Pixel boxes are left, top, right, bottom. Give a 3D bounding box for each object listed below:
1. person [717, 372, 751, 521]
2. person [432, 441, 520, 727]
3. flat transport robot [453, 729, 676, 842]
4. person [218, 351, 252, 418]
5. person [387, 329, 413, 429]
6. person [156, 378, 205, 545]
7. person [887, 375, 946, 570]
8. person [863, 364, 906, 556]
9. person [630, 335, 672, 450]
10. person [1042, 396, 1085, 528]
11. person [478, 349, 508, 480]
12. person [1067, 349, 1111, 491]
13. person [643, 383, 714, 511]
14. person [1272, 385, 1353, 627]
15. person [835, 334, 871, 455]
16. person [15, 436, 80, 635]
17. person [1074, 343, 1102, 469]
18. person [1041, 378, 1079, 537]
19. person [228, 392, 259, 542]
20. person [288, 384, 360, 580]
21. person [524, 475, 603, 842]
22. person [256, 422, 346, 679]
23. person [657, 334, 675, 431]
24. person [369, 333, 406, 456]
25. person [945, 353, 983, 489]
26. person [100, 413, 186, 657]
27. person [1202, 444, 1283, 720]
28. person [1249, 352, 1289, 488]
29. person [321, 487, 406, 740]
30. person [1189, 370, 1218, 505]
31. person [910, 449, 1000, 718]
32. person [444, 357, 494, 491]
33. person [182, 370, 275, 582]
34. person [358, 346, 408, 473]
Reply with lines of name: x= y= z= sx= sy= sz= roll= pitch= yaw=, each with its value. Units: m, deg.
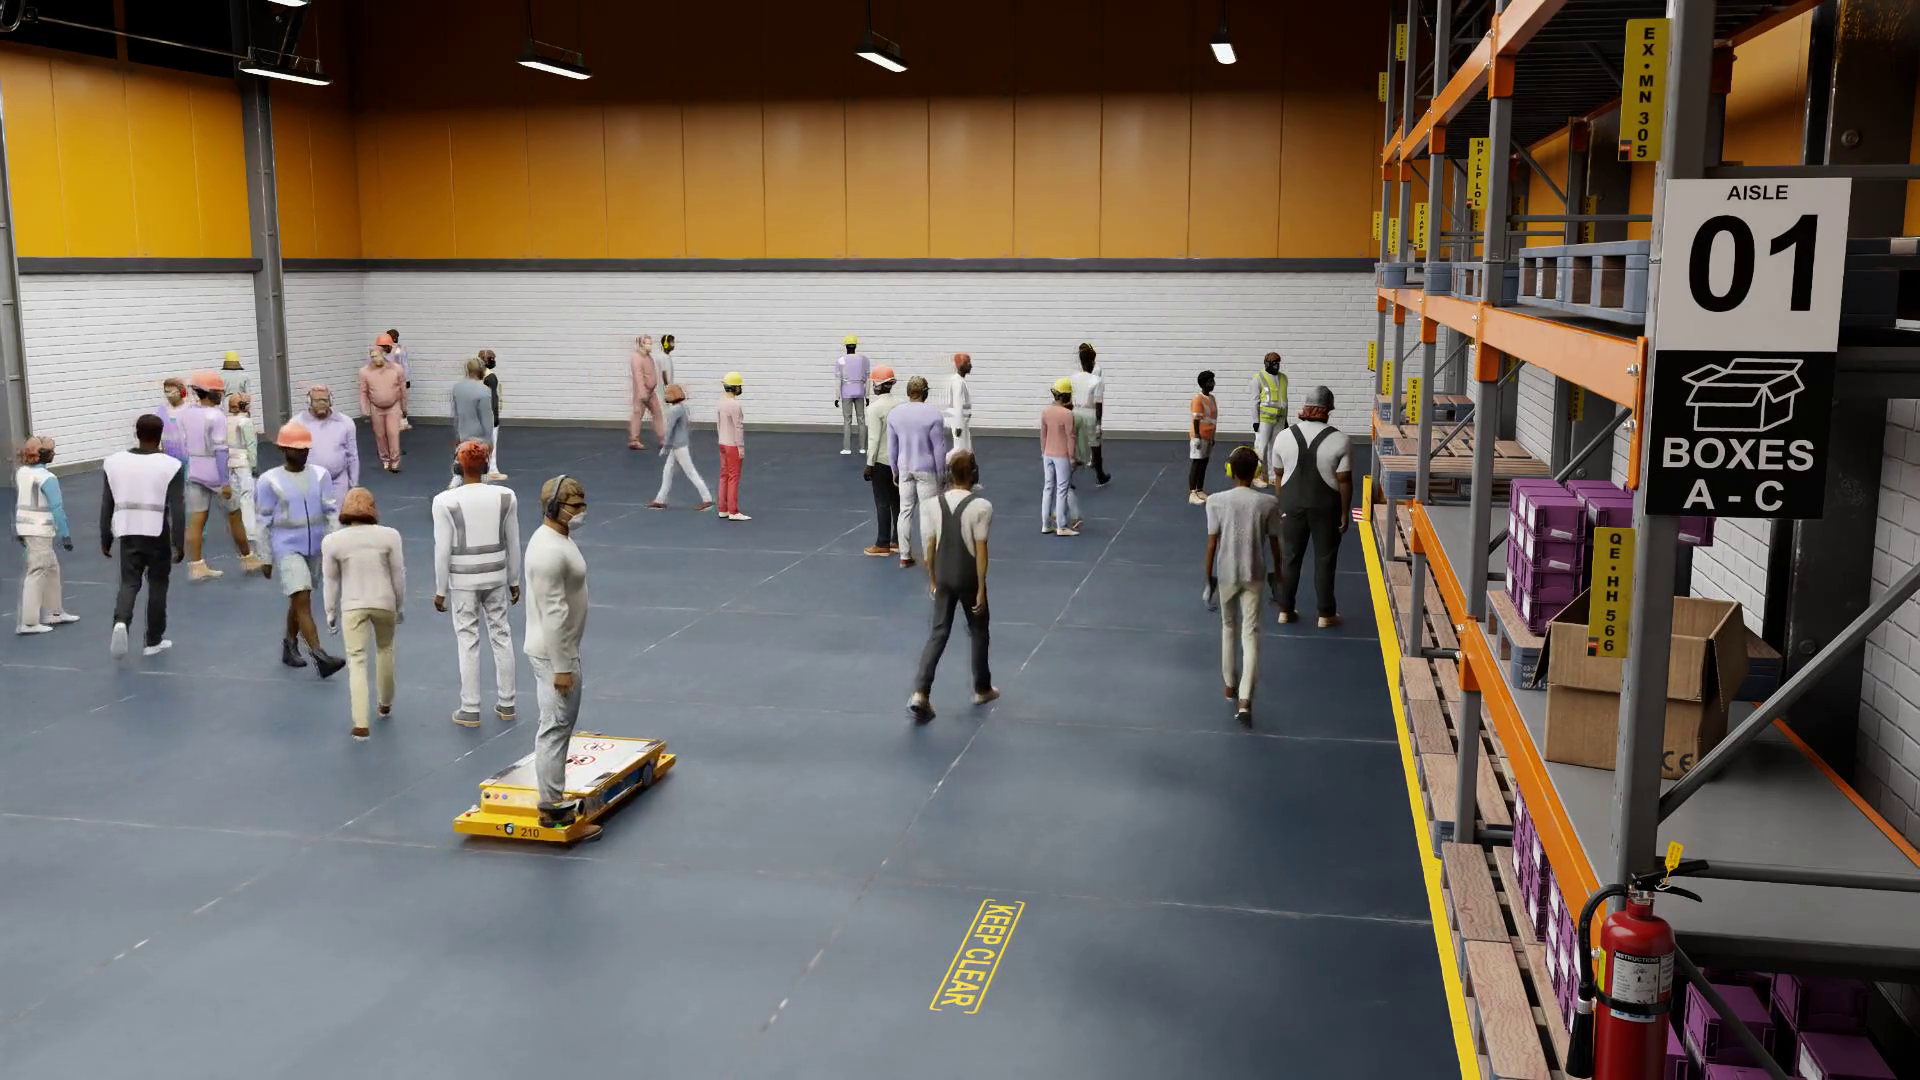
person: x=-2.691 y=-1.114 z=19.754 sx=0.325 sy=1.767 sz=0.533 roll=-6 pitch=11 yaw=-33
person: x=-3.177 y=0.286 z=10.959 sx=0.590 sy=1.880 sz=0.344 roll=-7 pitch=12 yaw=-38
flat transport robot: x=-2.187 y=1.356 z=9.365 sx=0.652 sy=0.197 sz=1.431 roll=2 pitch=10 yaw=14
person: x=-10.877 y=-1.958 z=24.940 sx=0.480 sy=1.733 sz=0.331 roll=-6 pitch=11 yaw=-32
person: x=-10.387 y=-2.946 z=30.562 sx=0.636 sy=1.842 sz=0.429 roll=2 pitch=10 yaw=10
person: x=-8.400 y=-0.821 z=17.828 sx=0.561 sy=1.810 sz=0.740 roll=1 pitch=10 yaw=9
person: x=-0.421 y=-0.672 z=16.566 sx=0.627 sy=1.941 sz=0.370 roll=4 pitch=10 yaw=25
person: x=-0.786 y=-0.829 z=17.343 sx=0.379 sy=1.996 sz=0.611 roll=6 pitch=11 yaw=33
person: x=-5.023 y=-2.394 z=27.124 sx=0.888 sy=1.870 sz=0.681 roll=2 pitch=10 yaw=12
person: x=1.228 y=-0.939 z=19.246 sx=0.505 sy=1.588 sz=0.869 roll=-5 pitch=11 yaw=-27
person: x=-6.657 y=-1.760 z=23.431 sx=0.430 sy=1.840 sz=0.624 roll=-8 pitch=13 yaw=-41
person: x=1.691 y=-1.613 z=22.338 sx=0.624 sy=1.907 sz=1.044 roll=6 pitch=11 yaw=32
person: x=-3.451 y=-1.140 z=20.480 sx=0.898 sy=1.582 sz=0.500 roll=0 pitch=9 yaw=-1
person: x=2.987 y=-0.296 z=13.998 sx=0.681 sy=2.000 sz=0.535 roll=5 pitch=11 yaw=28
person: x=-1.717 y=-2.315 z=26.497 sx=0.586 sy=1.929 sz=0.369 roll=-3 pitch=10 yaw=-19
person: x=-7.530 y=-0.047 z=13.727 sx=0.557 sy=1.616 sz=0.665 roll=7 pitch=11 yaw=35
person: x=1.868 y=-1.993 z=24.738 sx=0.534 sy=1.869 sz=0.315 roll=8 pitch=12 yaw=40
person: x=1.122 y=-0.926 z=18.619 sx=0.329 sy=1.767 sz=0.529 roll=-7 pitch=12 yaw=-37
person: x=-7.874 y=-0.802 z=18.250 sx=0.515 sy=1.641 sz=0.314 roll=7 pitch=12 yaw=38
person: x=-6.114 y=-0.557 z=16.010 sx=0.644 sy=1.895 sz=0.449 roll=-5 pitch=10 yaw=-26
person: x=-2.115 y=0.619 z=8.809 sx=0.371 sy=1.935 sz=0.627 roll=-2 pitch=10 yaw=-12
person: x=-4.831 y=0.068 z=12.268 sx=1.031 sy=1.875 sz=0.547 roll=8 pitch=12 yaw=40
person: x=-4.903 y=-2.528 z=28.011 sx=0.378 sy=1.854 sz=0.530 roll=1 pitch=10 yaw=9
person: x=-9.096 y=-2.301 z=26.382 sx=0.546 sy=1.939 sz=0.375 roll=6 pitch=11 yaw=34
person: x=-0.083 y=-1.576 z=22.280 sx=0.714 sy=1.864 sz=0.583 roll=0 pitch=9 yaw=2
person: x=-6.285 y=-0.014 z=12.757 sx=0.653 sy=1.886 sz=0.667 roll=-1 pitch=9 yaw=-5
person: x=1.917 y=0.271 z=11.243 sx=0.537 sy=1.829 sz=0.959 roll=1 pitch=10 yaw=8
person: x=4.237 y=-1.635 z=22.664 sx=0.627 sy=1.844 sz=0.429 roll=-6 pitch=11 yaw=-31
person: x=-3.882 y=0.451 z=10.863 sx=0.508 sy=1.579 sz=0.805 roll=-4 pitch=10 yaw=-22
person: x=3.089 y=-1.301 z=21.086 sx=0.320 sy=1.695 sz=0.538 roll=6 pitch=11 yaw=31
person: x=-0.039 y=0.294 z=11.196 sx=0.517 sy=1.805 sz=0.955 roll=5 pitch=11 yaw=27
person: x=-5.915 y=-1.248 z=20.088 sx=0.651 sy=1.922 sz=0.623 roll=6 pitch=11 yaw=31
person: x=-7.112 y=-0.628 z=16.079 sx=0.636 sy=2.009 sz=0.924 roll=5 pitch=11 yaw=28
person: x=-8.367 y=-1.889 z=24.150 sx=0.667 sy=1.861 sz=0.892 roll=-3 pitch=10 yaw=-15
